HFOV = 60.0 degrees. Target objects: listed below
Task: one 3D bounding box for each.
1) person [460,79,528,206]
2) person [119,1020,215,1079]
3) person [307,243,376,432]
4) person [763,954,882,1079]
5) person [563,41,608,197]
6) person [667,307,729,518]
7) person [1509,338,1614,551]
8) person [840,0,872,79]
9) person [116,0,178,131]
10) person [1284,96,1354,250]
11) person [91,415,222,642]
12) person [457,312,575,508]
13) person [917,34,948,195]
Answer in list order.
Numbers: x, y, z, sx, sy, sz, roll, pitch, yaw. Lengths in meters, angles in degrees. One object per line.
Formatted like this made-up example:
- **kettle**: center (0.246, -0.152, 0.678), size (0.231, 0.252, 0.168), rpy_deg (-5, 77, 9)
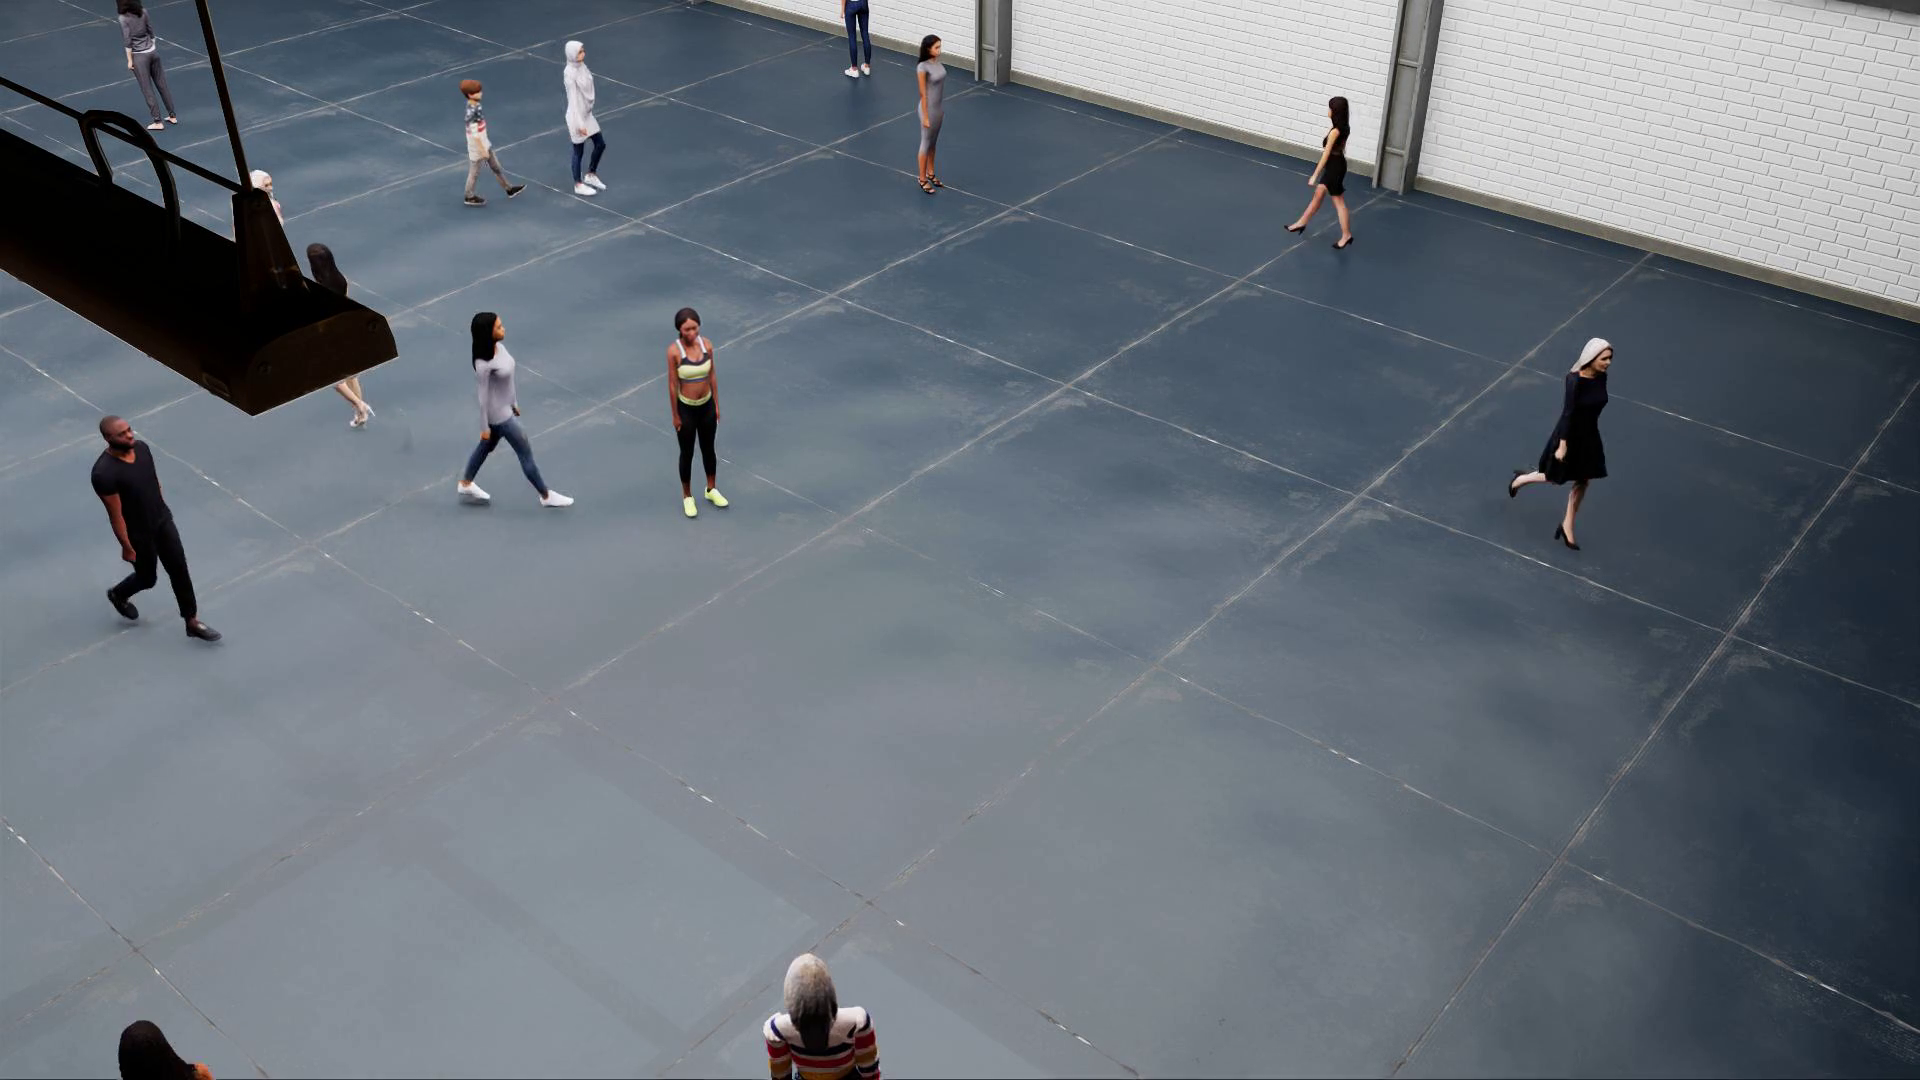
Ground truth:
- **person**: center (-5.430, -4.405, 18.530), size (0.959, 1.403, 0.882), rpy_deg (-3, 34, -4)
- **person**: center (-3.453, 2.817, 7.456), size (0.758, 1.634, 0.781), rpy_deg (-13, 36, -18)
- **person**: center (-5.227, -1.677, 14.138), size (0.718, 1.723, 0.665), rpy_deg (15, 36, 21)
- **person**: center (-0.610, 2.624, 7.604), size (0.920, 1.793, 0.969), rpy_deg (0, 34, 1)
- **person**: center (-4.341, -4.739, 18.706), size (0.718, 1.765, 0.700), rpy_deg (12, 35, 17)
- **person**: center (-2.101, -1.033, 13.139), size (0.616, 1.755, 0.607), rpy_deg (-19, 38, -26)
- **person**: center (4.646, -0.775, 12.780), size (0.836, 1.723, 1.075), rpy_deg (-17, 37, -24)
- **person**: center (-1.380, -7.111, 22.265), size (0.651, 1.775, 0.617), rpy_deg (-19, 38, -26)
- **person**: center (-10.087, -5.973, 20.567), size (0.585, 1.760, 0.643), rpy_deg (16, 37, 23)
- **person**: center (4.003, -3.799, 17.429), size (1.063, 1.613, 0.754), rpy_deg (14, 36, 20)
- **person**: center (-5.785, -0.078, 11.668), size (1.212, 1.793, 0.931), rpy_deg (11, 35, 16)
- **person**: center (-3.735, -0.985, 13.131), size (1.245, 1.686, 1.104), rpy_deg (1, 34, 1)
- **person**: center (-0.343, -4.834, 18.834), size (0.598, 1.781, 0.634), rpy_deg (15, 36, 21)
